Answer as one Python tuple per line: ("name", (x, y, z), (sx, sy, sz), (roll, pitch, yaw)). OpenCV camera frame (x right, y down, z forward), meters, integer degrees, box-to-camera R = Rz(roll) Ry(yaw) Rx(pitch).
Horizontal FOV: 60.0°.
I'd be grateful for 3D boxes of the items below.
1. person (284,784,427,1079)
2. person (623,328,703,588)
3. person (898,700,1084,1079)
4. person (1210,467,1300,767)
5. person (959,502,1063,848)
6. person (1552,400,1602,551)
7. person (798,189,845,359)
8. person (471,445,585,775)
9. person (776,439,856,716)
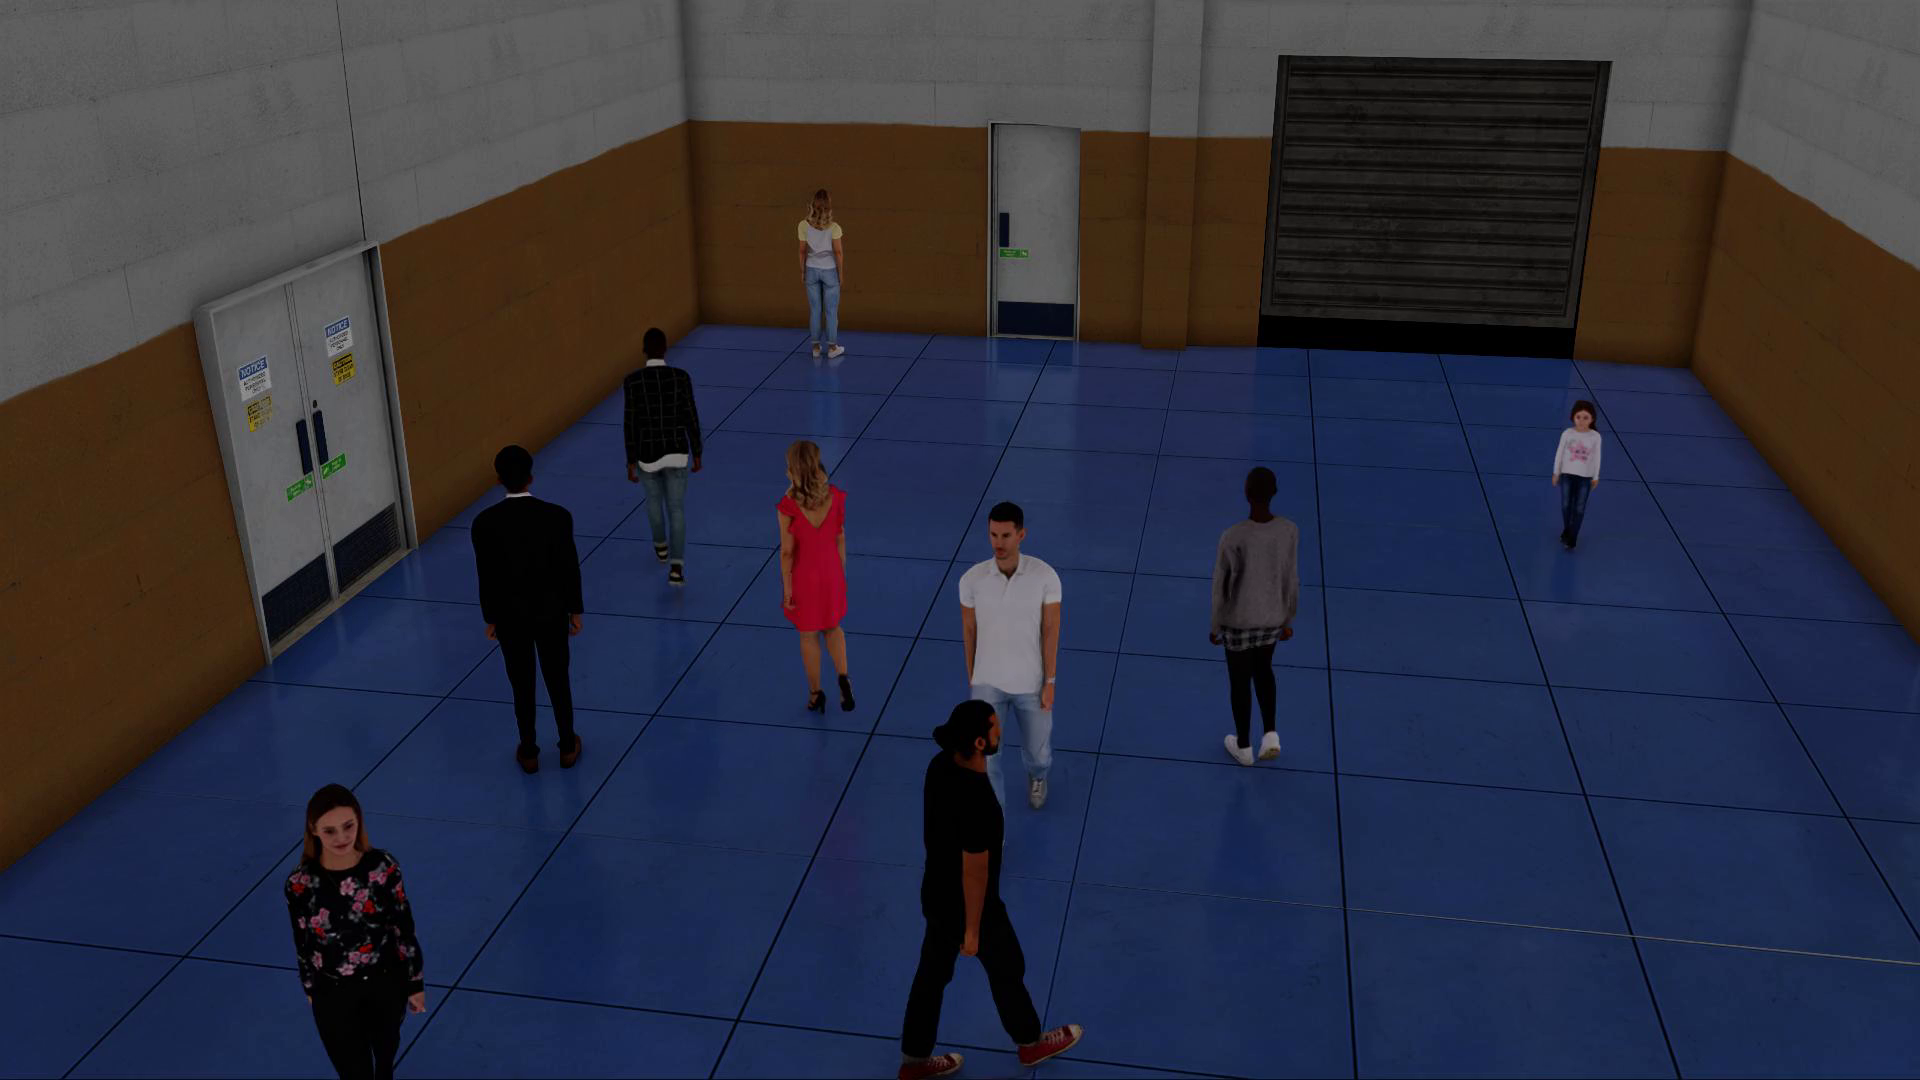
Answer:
("person", (-2.273, 1.635, 6.289), (1.100, 1.636, 1.075), (-11, 24, -25))
("person", (-2.039, -0.529, 11.473), (1.250, 1.785, 1.061), (-5, 22, -11))
("person", (-0.068, 1.457, 6.612), (1.110, 1.725, 0.990), (-11, 24, -26))
("person", (1.630, 0.467, 9.022), (0.835, 1.766, 0.868), (-6, 23, -15))
("person", (0.281, 0.670, 8.414), (1.001, 1.842, 0.750), (3, 22, 7))
("person", (4.594, -0.515, 12.359), (0.635, 1.100, 0.642), (13, 25, 29))
("person", (-1.407, -2.717, 16.984), (0.481, 1.723, 0.683), (5, 22, 11))
("person", (-2.340, 0.385, 9.069), (0.670, 1.884, 0.830), (-6, 23, -15))
("person", (-0.796, 0.270, 9.584), (0.861, 1.713, 0.876), (-10, 24, -23))
